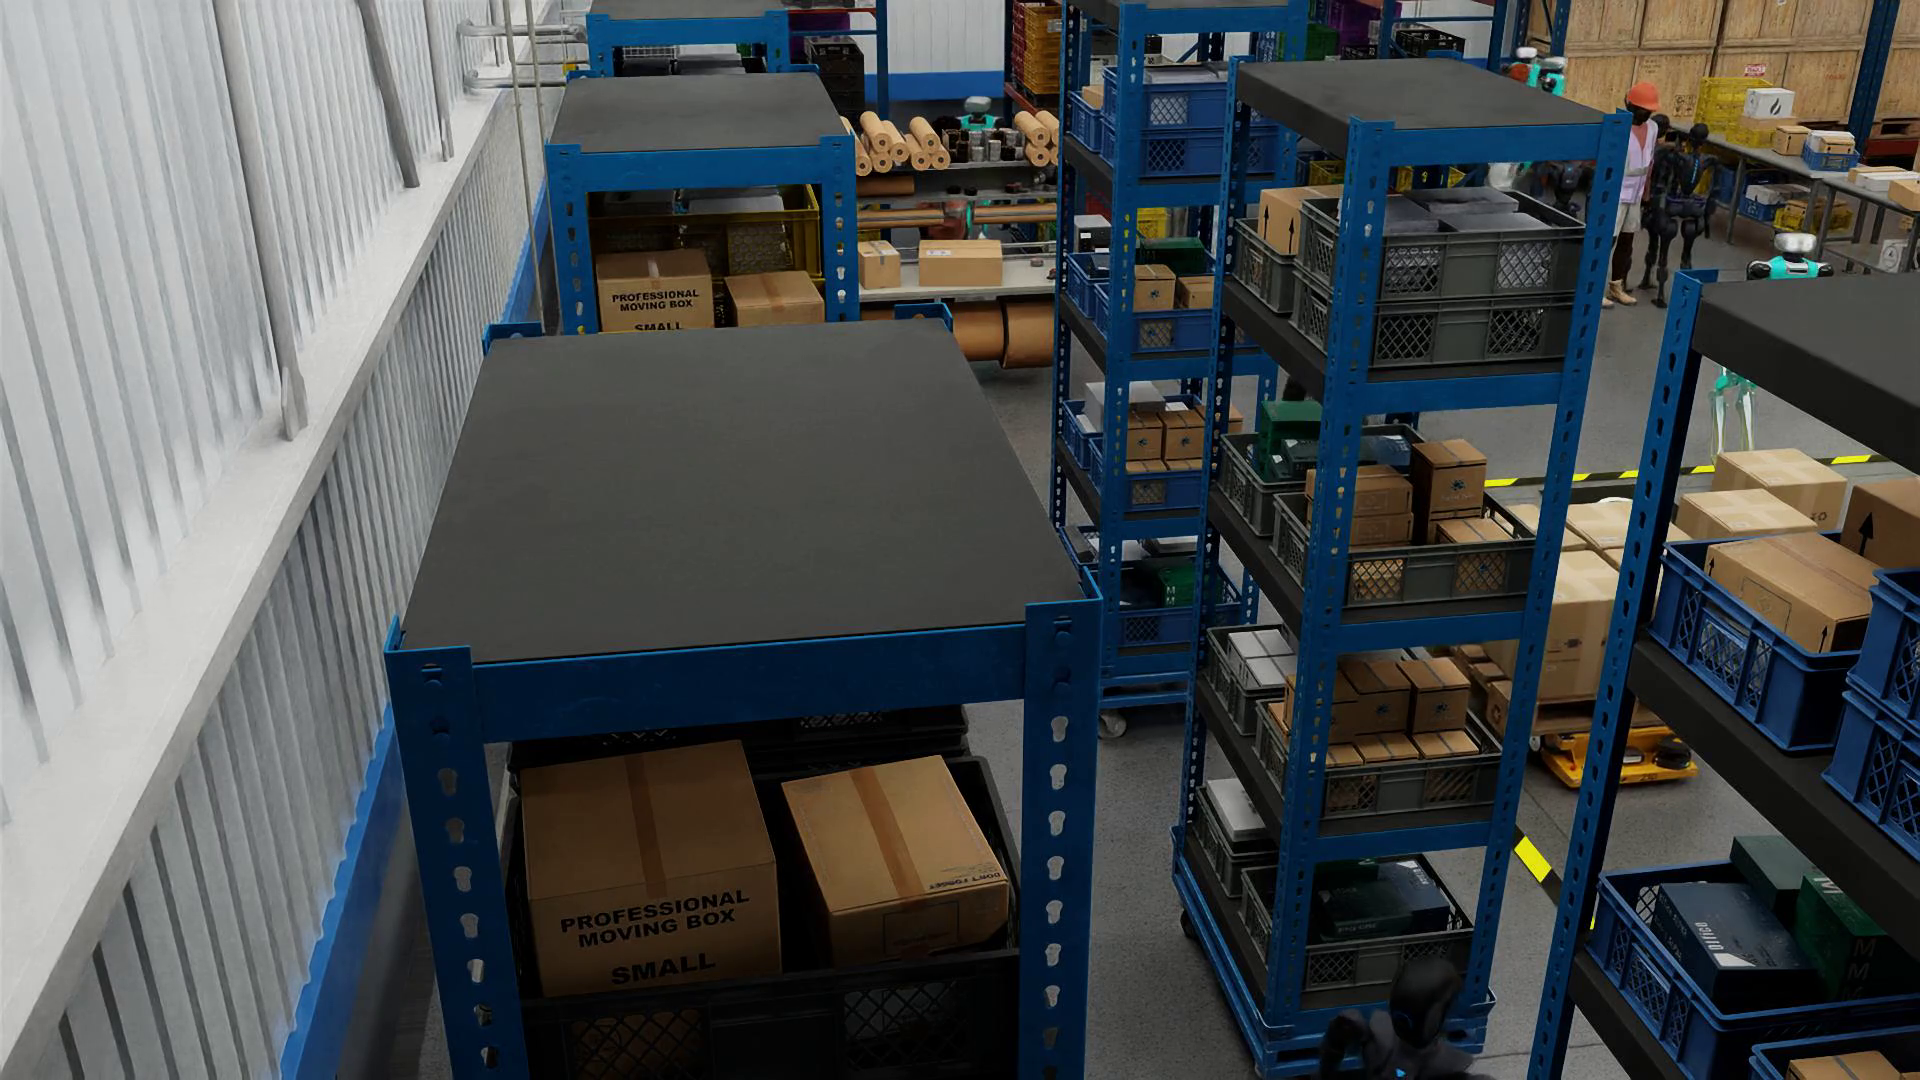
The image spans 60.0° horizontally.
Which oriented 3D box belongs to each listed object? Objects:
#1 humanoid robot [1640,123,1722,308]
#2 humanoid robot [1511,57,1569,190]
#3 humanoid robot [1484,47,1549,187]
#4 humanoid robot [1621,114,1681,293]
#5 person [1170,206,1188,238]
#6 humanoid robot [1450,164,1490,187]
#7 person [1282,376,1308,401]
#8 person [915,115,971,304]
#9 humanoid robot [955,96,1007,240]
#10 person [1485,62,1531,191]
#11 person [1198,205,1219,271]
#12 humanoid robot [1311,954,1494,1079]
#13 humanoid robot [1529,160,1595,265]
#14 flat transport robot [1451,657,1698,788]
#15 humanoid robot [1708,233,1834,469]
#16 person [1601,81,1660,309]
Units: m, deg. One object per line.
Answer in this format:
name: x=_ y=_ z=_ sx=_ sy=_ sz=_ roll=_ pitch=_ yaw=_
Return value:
humanoid robot: x=6.455 y=-2.909 z=14.930 sx=0.597 sy=1.656 sz=0.335 roll=4 pitch=25 yaw=8
humanoid robot: x=6.051 y=-4.250 z=17.908 sx=0.767 sy=1.883 sz=0.530 roll=16 pitch=29 yaw=31
humanoid robot: x=6.213 y=-4.694 z=18.833 sx=0.531 sy=1.799 sz=0.996 roll=1 pitch=25 yaw=2
humanoid robot: x=6.293 y=-3.078 z=15.311 sx=0.587 sy=1.645 sz=0.430 roll=18 pitch=30 yaw=35
person: x=2.250 y=-3.511 z=16.072 sx=0.601 sy=1.819 sz=0.412 roll=13 pitch=28 yaw=27
humanoid robot: x=5.327 y=-3.978 z=17.269 sx=0.600 sy=1.650 sz=0.537 roll=-11 pitch=27 yaw=-23
person: x=2.409 y=-1.275 z=11.233 sx=0.956 sy=1.796 sz=0.608 roll=-4 pitch=25 yaw=-8
person: x=-0.124 y=-2.518 z=13.741 sx=0.367 sy=1.966 sz=0.602 roll=20 pitch=31 yaw=37
humanoid robot: x=0.153 y=-3.194 z=15.480 sx=0.544 sy=1.755 sz=0.944 roll=4 pitch=25 yaw=8
person: x=5.538 y=-3.819 z=16.710 sx=0.657 sy=1.853 sz=0.537 roll=-13 pitch=28 yaw=-27
person: x=2.433 y=-3.392 z=15.792 sx=0.429 sy=1.839 sz=0.631 roll=-9 pitch=26 yaw=-19
humanoid robot: x=1.256 y=1.795 z=4.717 sx=0.603 sy=1.648 sz=0.465 roll=19 pitch=31 yaw=35
humanoid robot: x=5.291 y=-2.737 z=14.593 sx=0.616 sy=1.642 sz=0.561 roll=-1 pitch=25 yaw=-1
flat transport robot: x=3.106 y=0.790 z=8.548 sx=0.652 sy=0.197 sz=1.431 roll=-4 pitch=25 yaw=-8
humanoid robot: x=5.371 y=-1.304 z=11.216 sx=0.533 sy=1.677 sz=0.735 roll=1 pitch=25 yaw=2
person: x=5.953 y=-3.070 z=14.878 sx=0.606 sy=2.029 sz=0.402 roll=-13 pitch=28 yaw=-26
